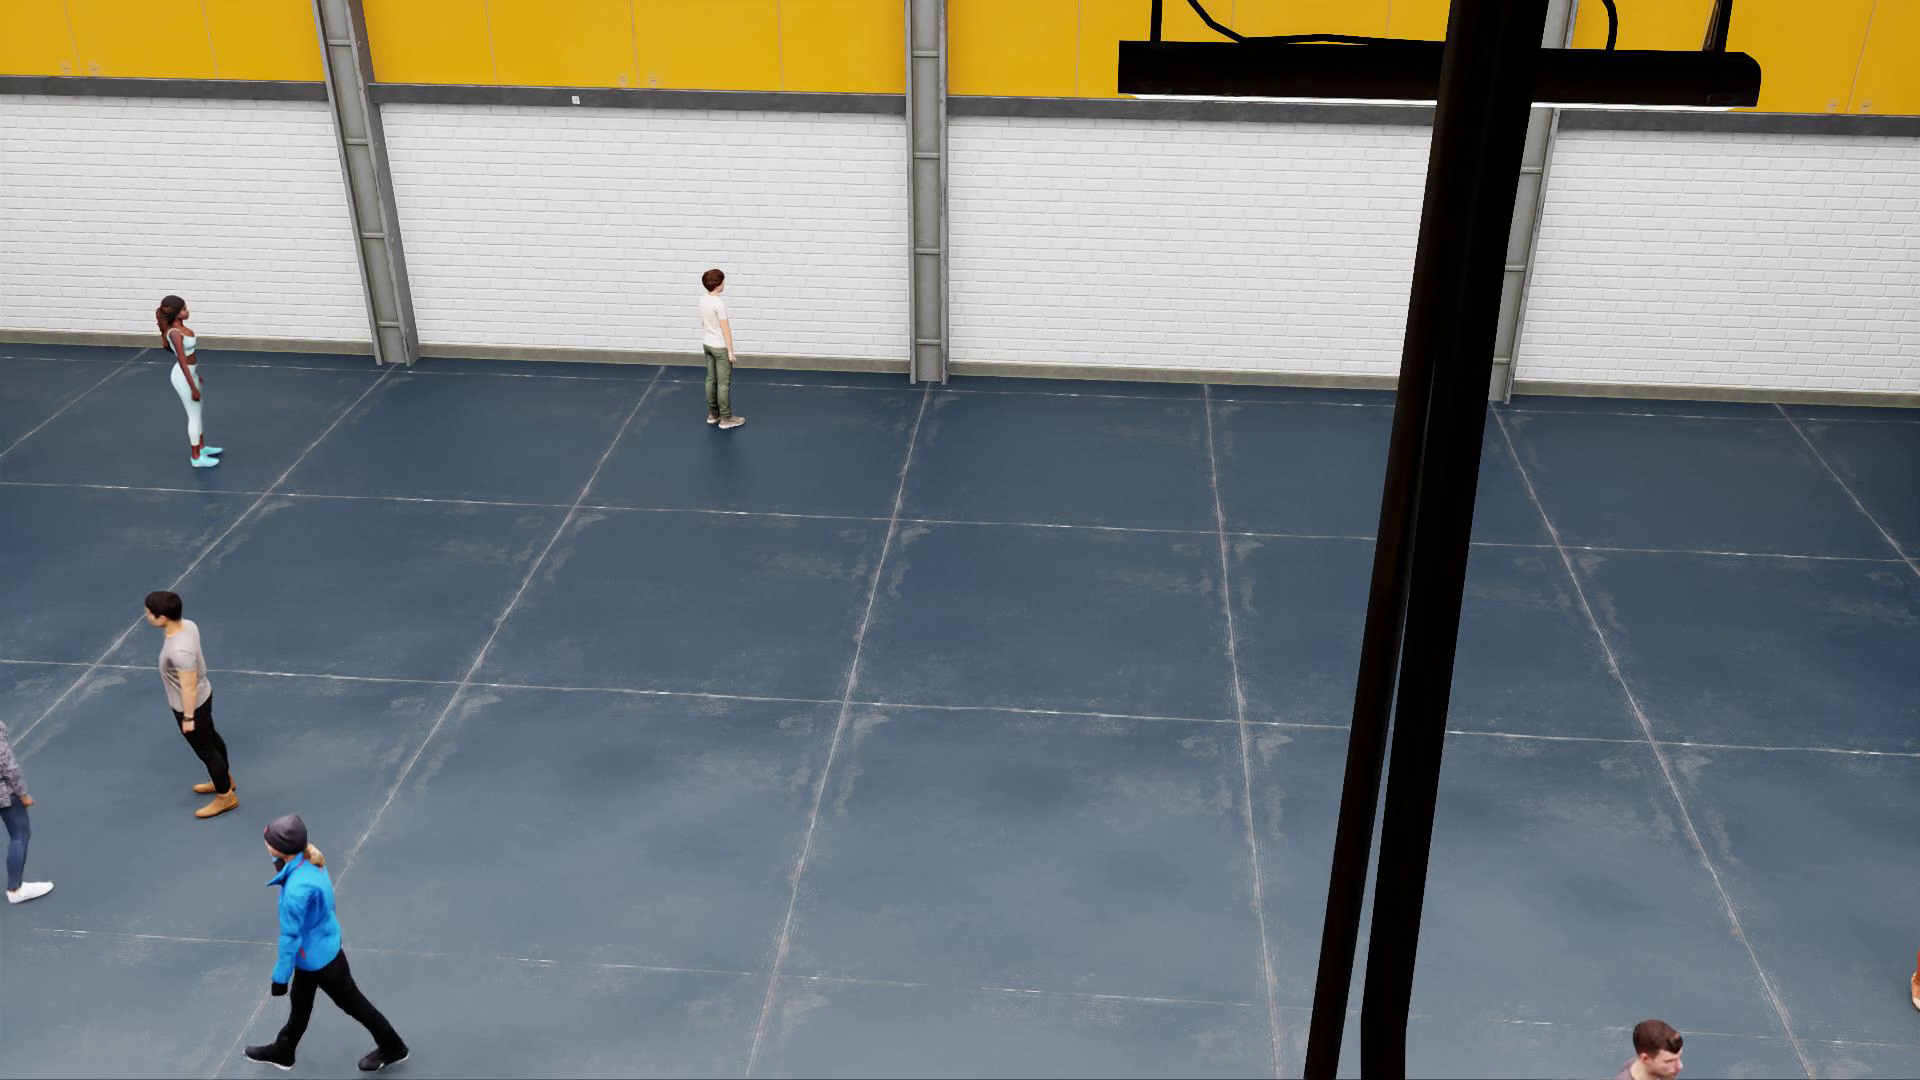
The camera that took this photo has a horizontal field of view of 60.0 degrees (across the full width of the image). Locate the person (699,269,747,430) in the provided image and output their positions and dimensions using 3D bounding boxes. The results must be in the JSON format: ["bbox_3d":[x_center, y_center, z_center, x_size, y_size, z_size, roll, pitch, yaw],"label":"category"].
[{"bbox_3d":[-2.453,-1.946,16.816,0.721,1.655,0.652,-24,37,-37],"label":"person"}]

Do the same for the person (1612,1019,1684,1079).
[{"bbox_3d":[2.965,2.902,7.775,1.177,1.801,1.235,-22,35,-34],"label":"person"}]

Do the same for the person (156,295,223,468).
[{"bbox_3d":[-7.432,-1.534,15.994,0.648,1.719,0.646,-10,30,-18],"label":"person"}]

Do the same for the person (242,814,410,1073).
[{"bbox_3d":[-3.376,2.246,9.020,1.187,1.762,0.848,-6,29,-11],"label":"person"}]

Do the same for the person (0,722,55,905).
[{"bbox_3d":[-6.098,1.544,10.370,0.614,1.701,0.959,4,29,7],"label":"person"}]

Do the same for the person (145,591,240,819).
[{"bbox_3d":[-5.171,1.077,11.215,0.667,1.712,0.680,-10,30,-17],"label":"person"}]
